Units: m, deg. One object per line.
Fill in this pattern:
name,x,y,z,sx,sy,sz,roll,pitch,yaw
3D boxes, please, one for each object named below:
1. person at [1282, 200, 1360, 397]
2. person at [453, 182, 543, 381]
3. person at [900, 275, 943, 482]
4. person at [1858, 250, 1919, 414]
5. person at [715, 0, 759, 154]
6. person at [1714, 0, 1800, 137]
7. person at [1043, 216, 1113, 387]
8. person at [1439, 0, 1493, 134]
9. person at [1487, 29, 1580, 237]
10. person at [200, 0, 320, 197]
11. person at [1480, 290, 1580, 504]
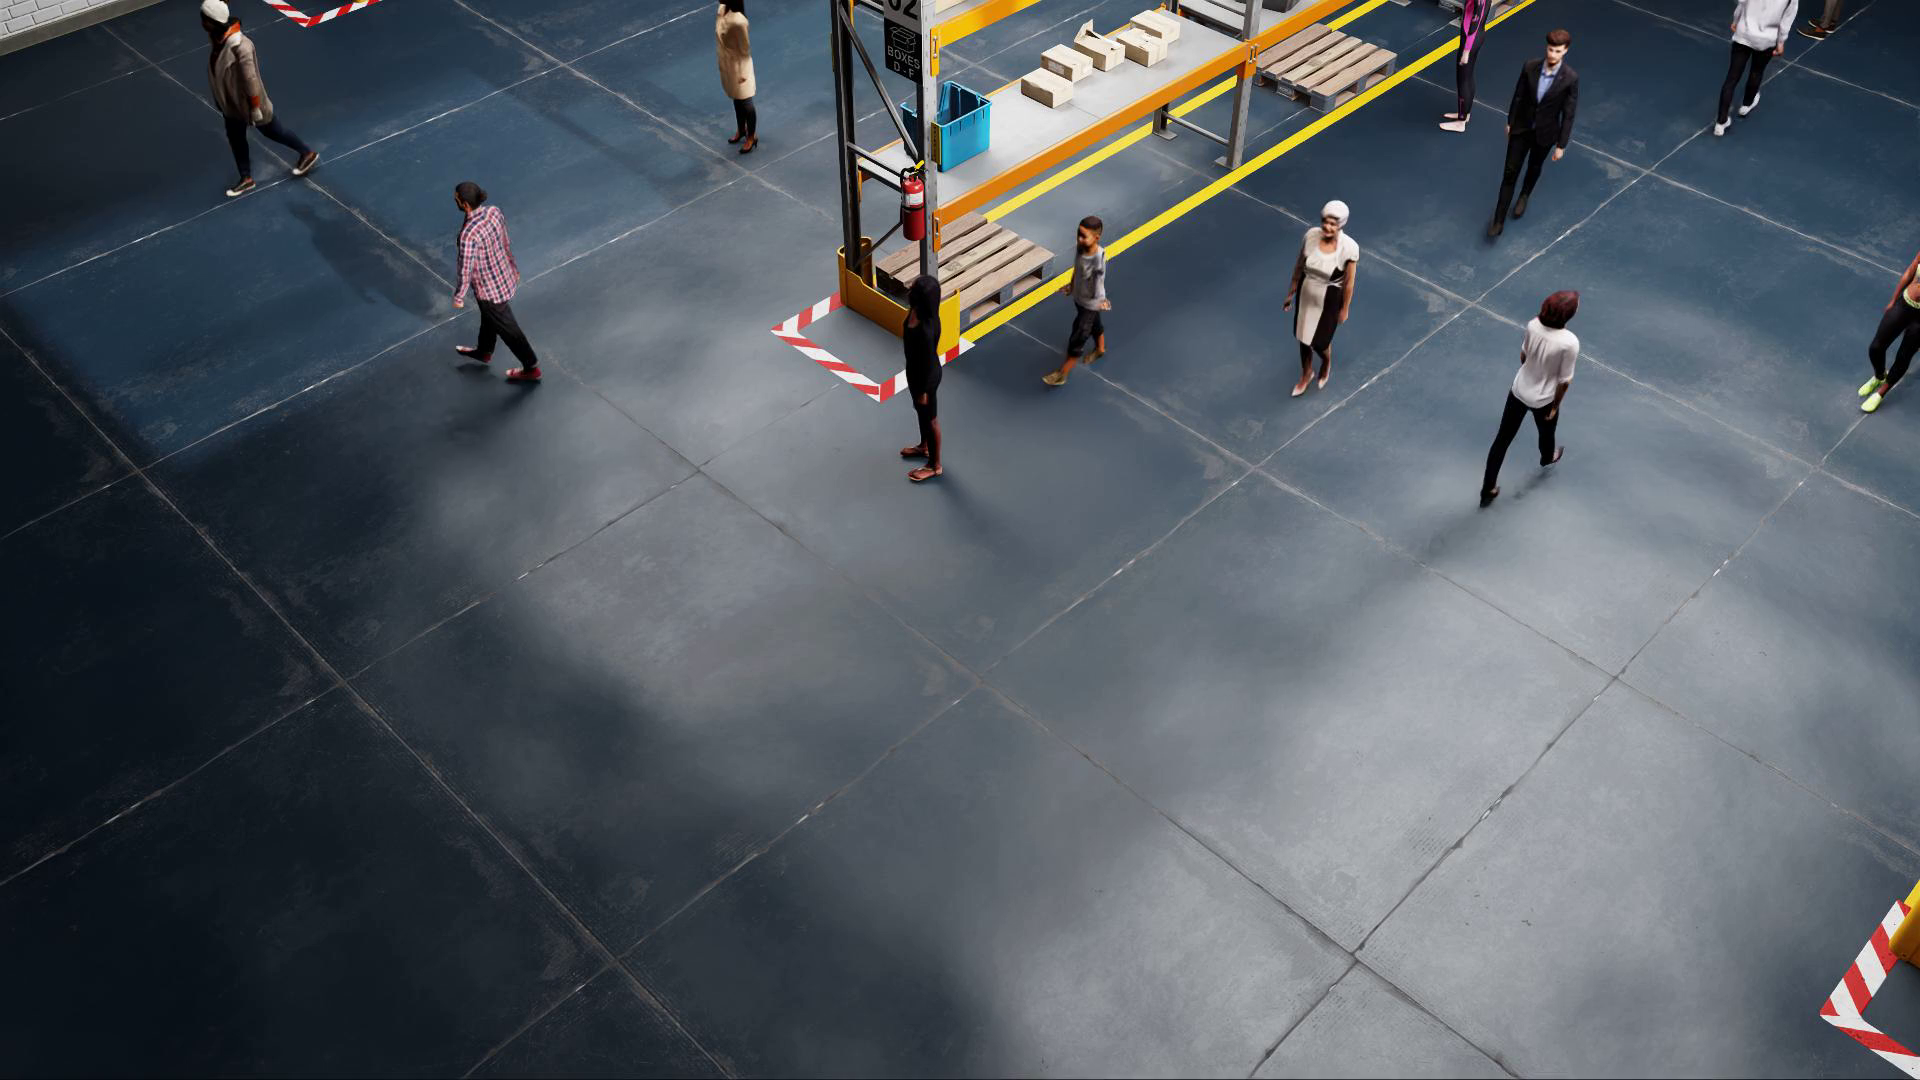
person,2.791,-1.862,12.707,0.643,1.746,0.699,32,52,29
person,-3.530,-1.948,12.809,1.087,1.729,1.070,5,44,5
person,-0.271,-1.187,12.017,0.695,1.720,0.689,-9,44,-9
person,7.275,-1.744,12.581,0.626,1.747,0.600,-29,51,-27
person,-2.067,-4.398,15.415,0.627,1.682,0.697,-21,48,-21
person,7.416,-4.678,15.551,0.820,1.899,1.080,26,50,25
person,1.060,-1.974,13.053,1.001,1.430,0.709,-27,50,-25
person,4.822,-4.693,15.681,0.676,1.742,0.566,18,46,18
person,5.019,-3.577,14.442,0.939,1.835,1.272,21,48,21
person,-6.320,-4.032,14.907,0.768,1.853,1.164,30,51,28
person,3.983,-0.958,11.749,1.062,1.757,0.615,-33,53,-30
